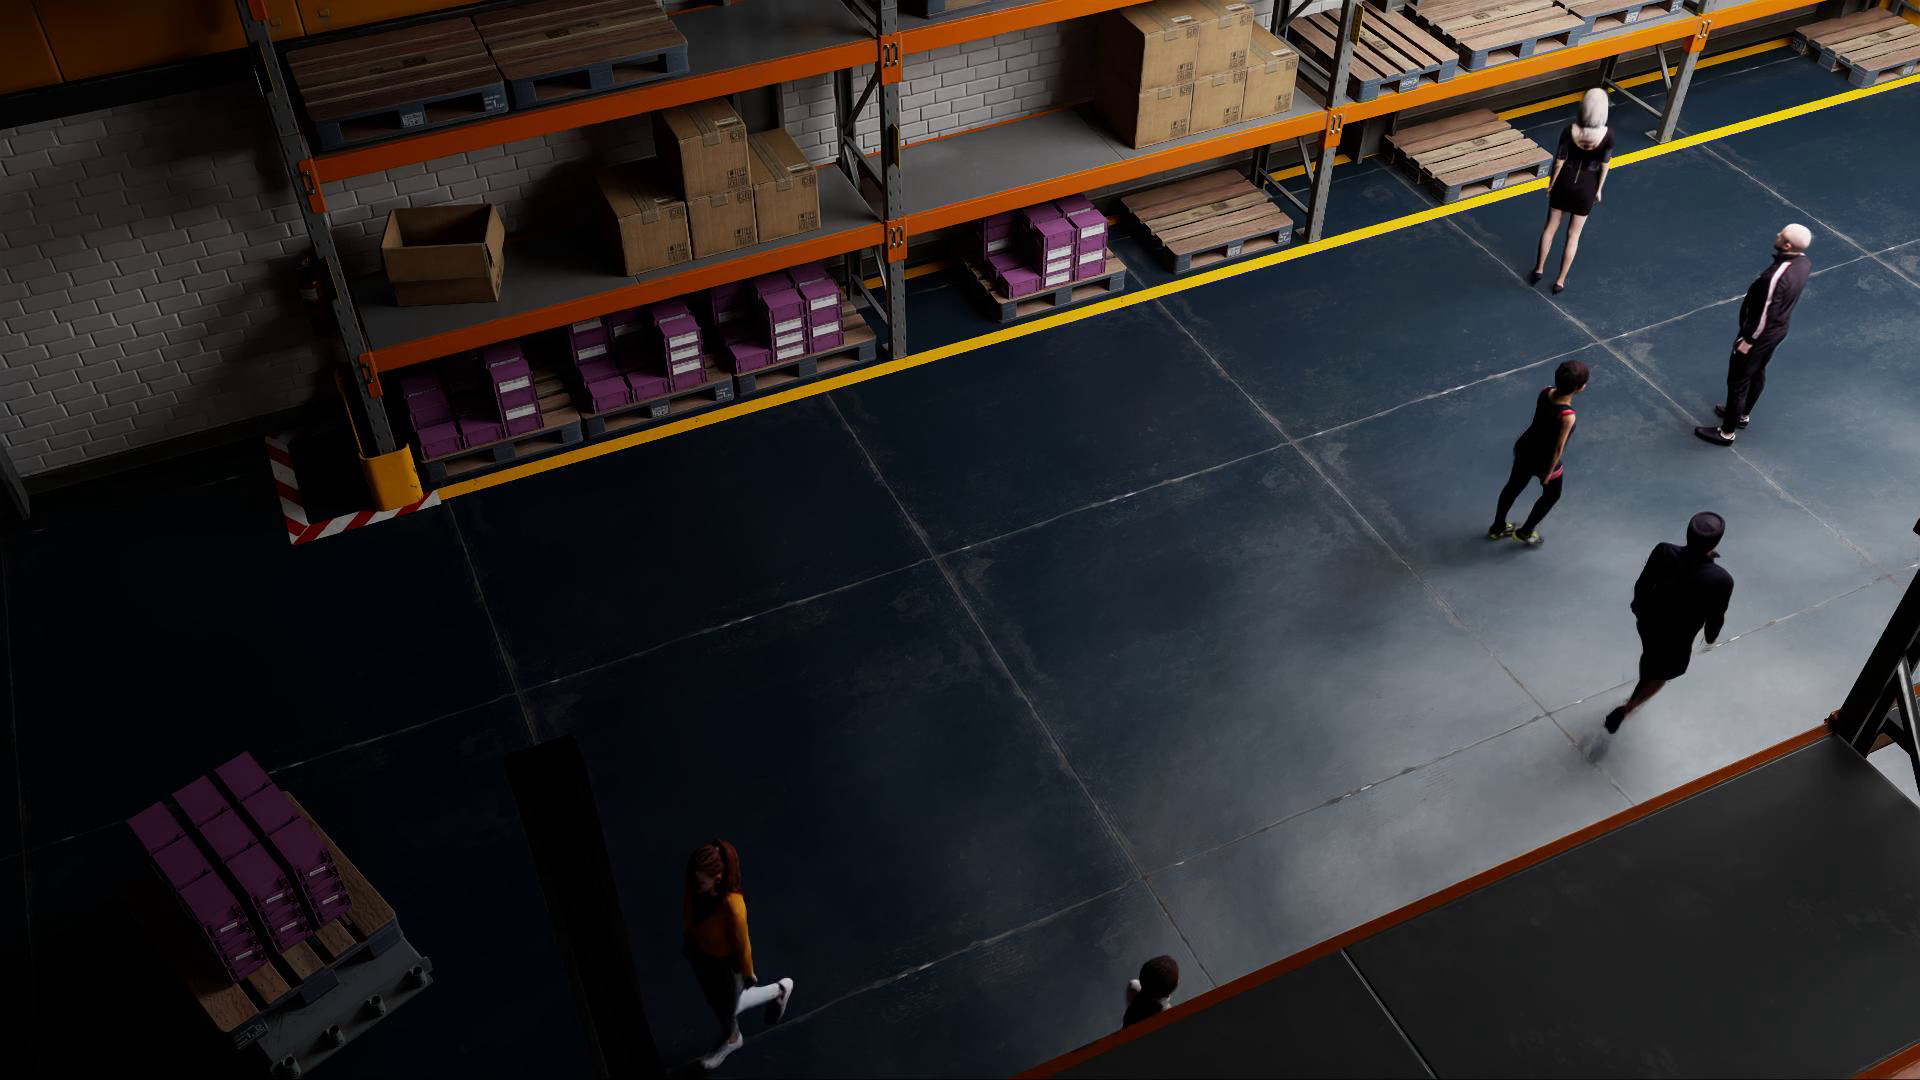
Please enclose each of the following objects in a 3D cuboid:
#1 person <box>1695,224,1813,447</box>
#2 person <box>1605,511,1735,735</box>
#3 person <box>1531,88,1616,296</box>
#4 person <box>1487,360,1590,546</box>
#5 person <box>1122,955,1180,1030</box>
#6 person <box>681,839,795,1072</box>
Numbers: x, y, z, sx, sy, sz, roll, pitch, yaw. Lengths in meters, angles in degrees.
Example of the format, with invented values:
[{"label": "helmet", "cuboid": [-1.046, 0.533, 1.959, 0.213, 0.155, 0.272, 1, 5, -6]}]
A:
[{"label": "person", "cuboid": [5.876, -1.505, 12.192, 0.810, 1.835, 0.648, 33, 53, 30]}, {"label": "person", "cuboid": [4.305, 0.555, 10.164, 1.037, 1.650, 0.815, -29, 51, -27]}, {"label": "person", "cuboid": [5.025, -2.863, 13.619, 0.737, 1.834, 0.795, 19, 47, 19]}, {"label": "person", "cuboid": [3.916, -0.573, 11.431, 0.597, 1.535, 0.560, -14, 45, -14]}, {"label": "person", "cuboid": [0.845, 2.563, 8.141, 0.980, 1.534, 0.639, -28, 50, -26]}, {"label": "person", "cuboid": [-1.165, 2.073, 8.507, 0.923, 1.739, 0.747, -34, 53, -31]}]
